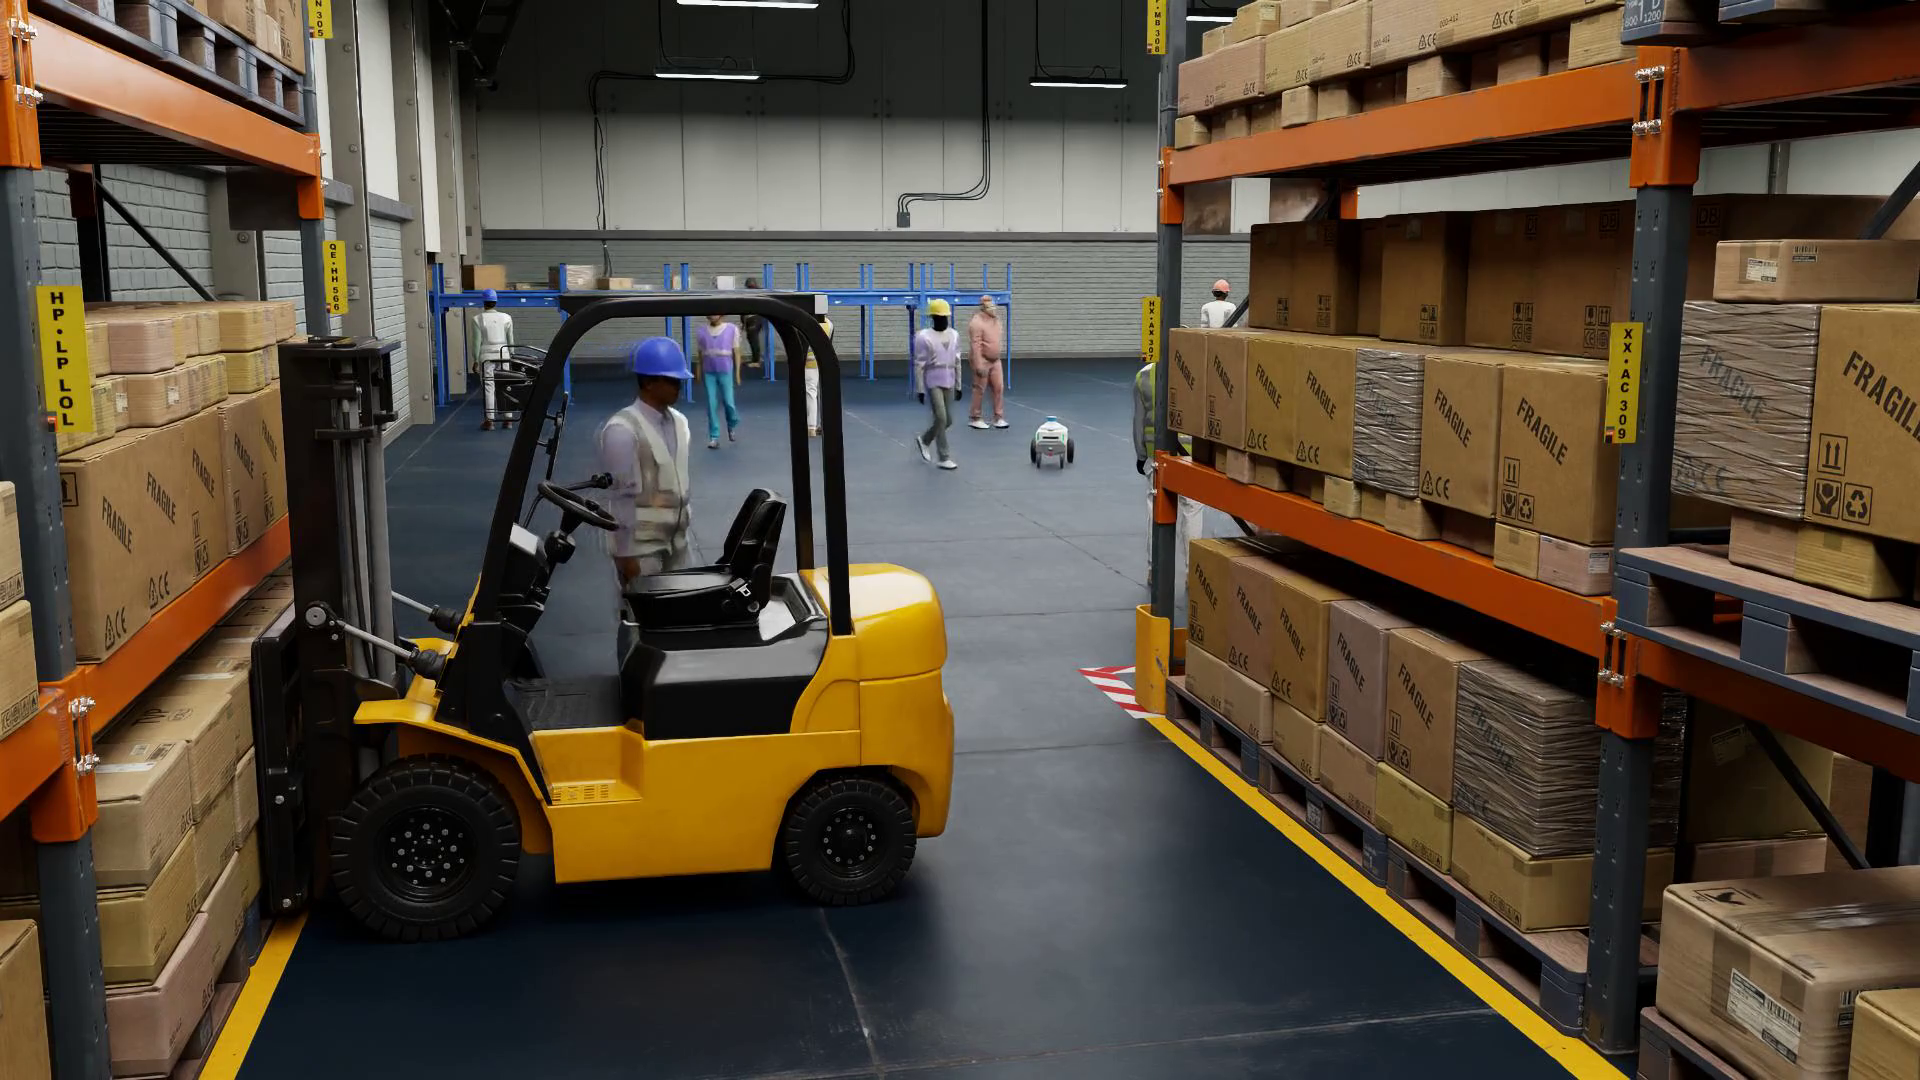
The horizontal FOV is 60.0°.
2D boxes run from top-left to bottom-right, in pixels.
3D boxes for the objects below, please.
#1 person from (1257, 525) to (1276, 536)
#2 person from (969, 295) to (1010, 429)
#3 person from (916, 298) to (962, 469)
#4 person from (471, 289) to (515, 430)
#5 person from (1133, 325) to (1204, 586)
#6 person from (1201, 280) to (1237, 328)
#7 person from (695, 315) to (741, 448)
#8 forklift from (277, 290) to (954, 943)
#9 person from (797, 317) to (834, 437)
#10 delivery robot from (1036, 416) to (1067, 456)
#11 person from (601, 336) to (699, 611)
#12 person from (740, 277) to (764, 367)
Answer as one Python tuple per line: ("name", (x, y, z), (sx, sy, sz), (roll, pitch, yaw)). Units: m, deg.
("person", (2.537, -0.709, 12.369), (0.763, 1.882, 0.661), (3, 10, 18))
("person", (0.400, -2.447, 23.013), (0.802, 1.861, 0.667), (9, 13, 43))
("person", (-0.266, -1.773, 18.774), (0.595, 1.903, 0.731), (-8, 12, -39))
("person", (-6.498, -2.514, 23.147), (0.604, 1.949, 0.389), (-7, 12, -37))
("person", (1.546, -0.599, 11.802), (0.637, 1.842, 0.429), (4, 10, 25))
("person", (4.175, -3.150, 26.740), (0.605, 2.045, 0.377), (6, 11, 31))
("person", (-3.029, -2.080, 20.844), (0.597, 1.830, 0.526), (1, 9, 6))
("forklift", (-1.179, 0.175, 6.143), (2.313, 2.155, 1.214), (-2, 10, -12))
("person", (-1.971, -2.315, 22.262), (0.429, 1.845, 0.625), (7, 11, 36))
("delivery robot", (1.052, -1.175, 19.058), (0.477, 0.478, 0.707), (1, 9, 6))
("person", (-1.439, 0.013, 7.821), (0.452, 1.930, 0.617), (5, 10, 26))
("person", (-4.706, -4.909, 37.599), (0.537, 2.000, 0.689), (4, 10, 21))
